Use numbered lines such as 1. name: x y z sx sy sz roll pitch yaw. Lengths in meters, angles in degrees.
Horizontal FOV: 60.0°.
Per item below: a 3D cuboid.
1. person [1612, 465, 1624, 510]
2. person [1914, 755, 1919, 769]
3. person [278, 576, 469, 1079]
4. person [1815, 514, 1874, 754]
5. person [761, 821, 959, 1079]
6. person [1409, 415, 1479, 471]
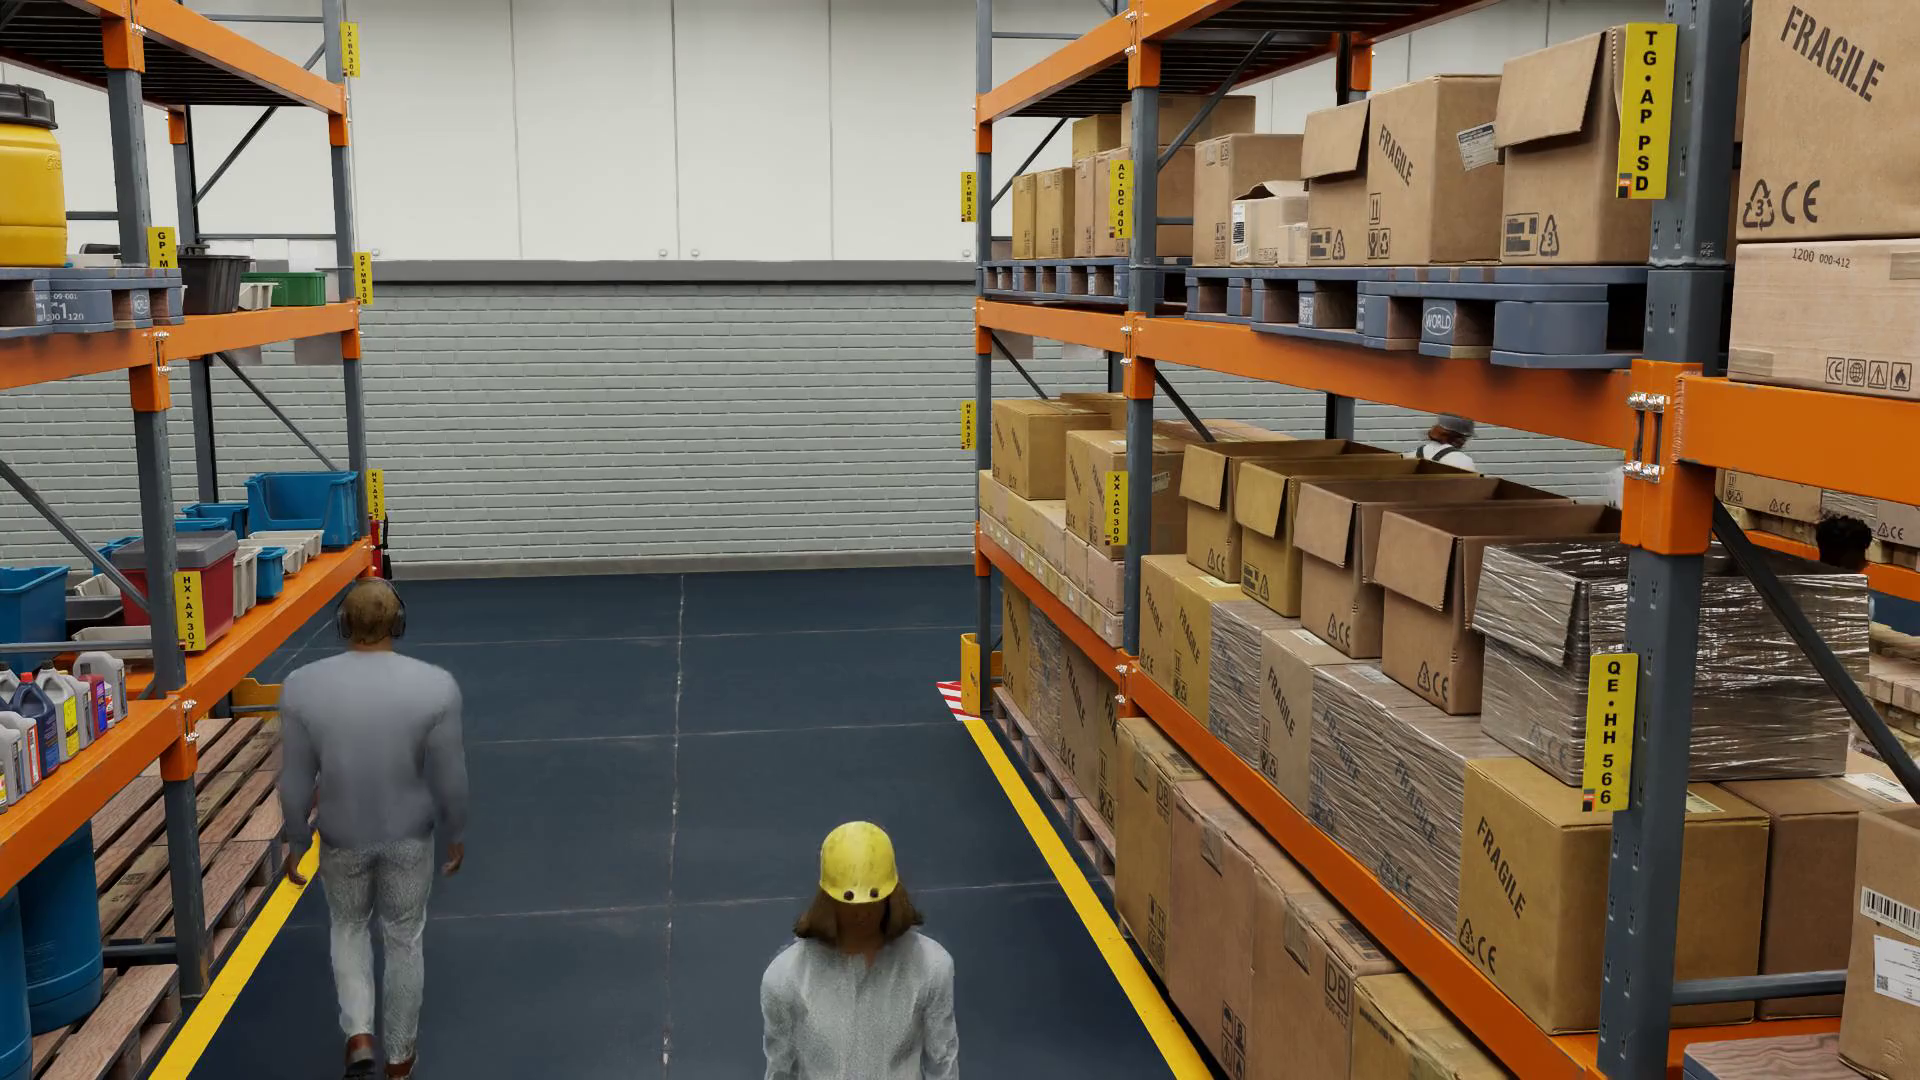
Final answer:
1. person: 5.202 0.038 12.944 0.889 1.826 0.523 -6 11 -34
2. person: 3.151 1.262 5.084 0.646 1.919 0.518 1 9 6
3. person: -2.144 1.086 6.146 0.653 1.927 0.437 -2 9 -12
4. person: 4.019 0.836 7.731 0.606 1.902 1.013 -2 9 -10
5. person: -0.254 1.506 4.197 0.490 1.723 0.708 -2 9 -12
6. person: 3.729 -0.064 12.889 0.686 2.000 0.706 -5 10 -27
